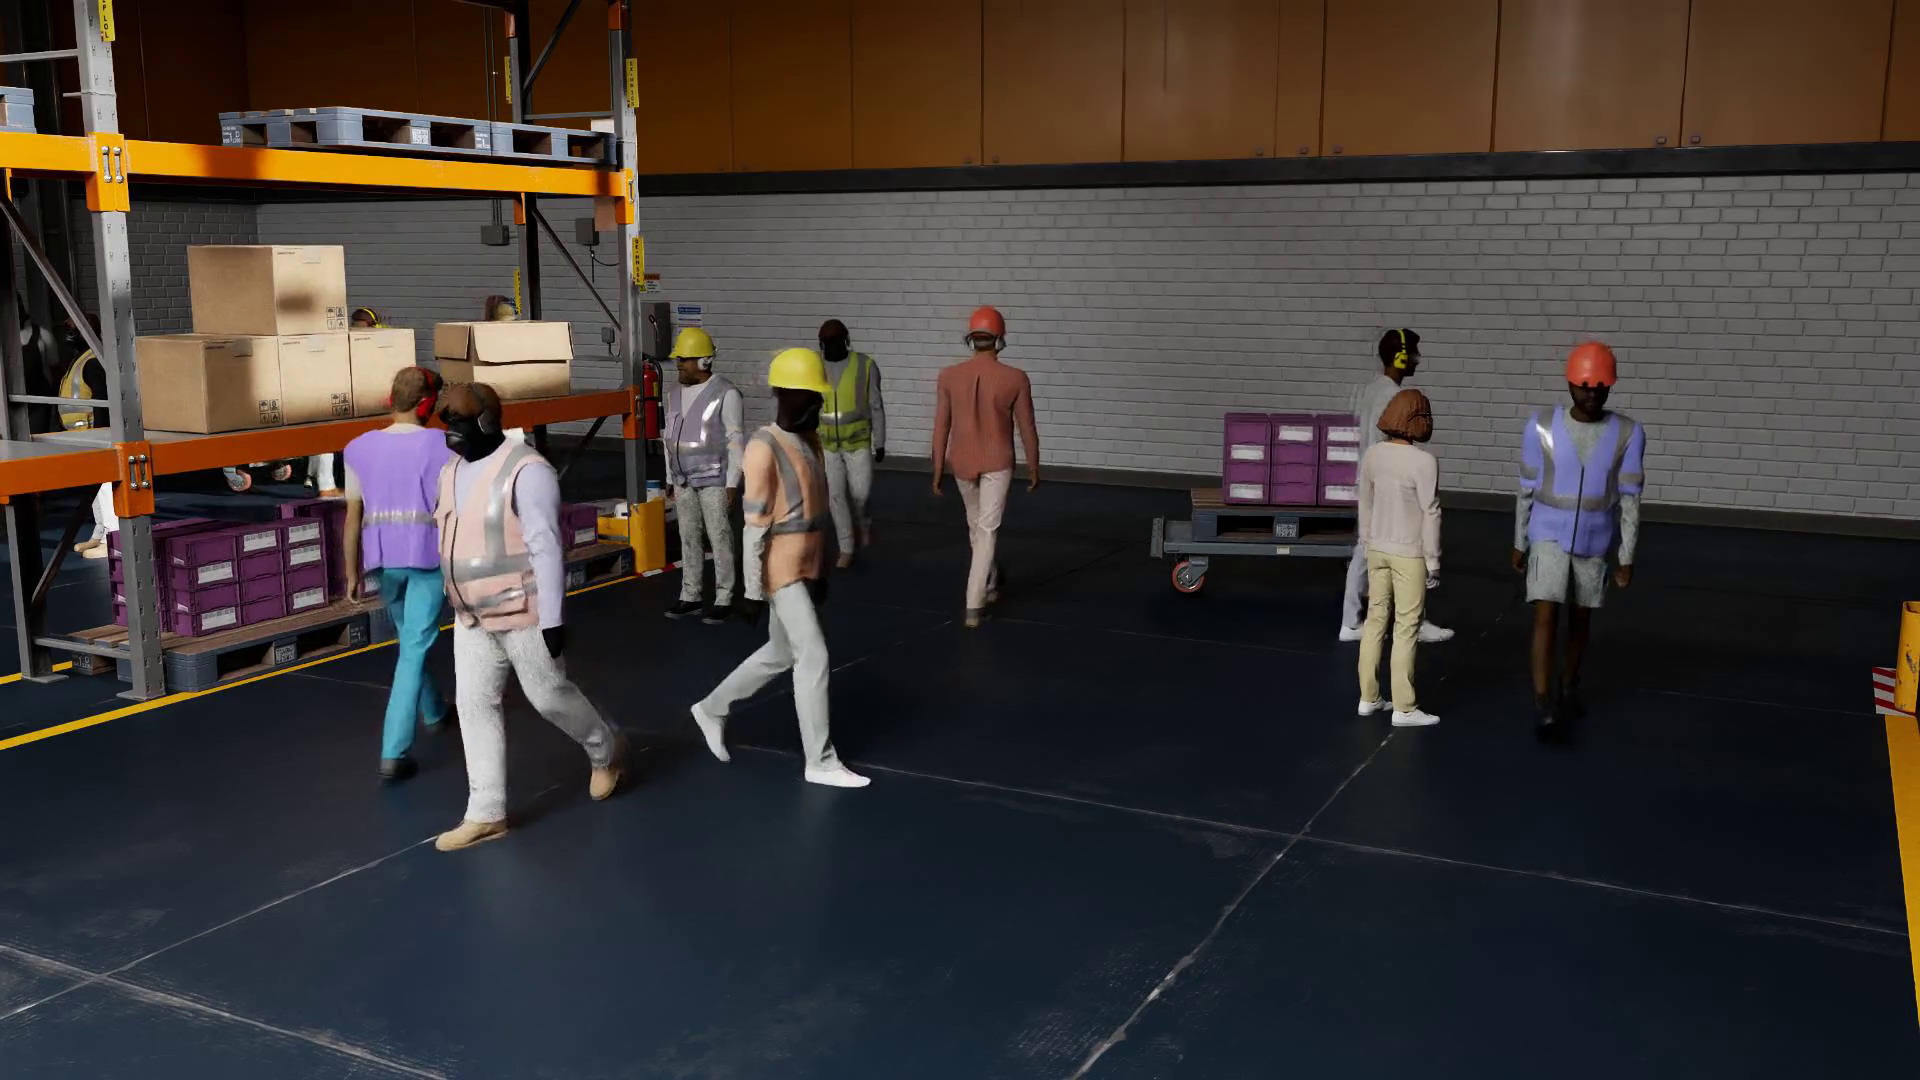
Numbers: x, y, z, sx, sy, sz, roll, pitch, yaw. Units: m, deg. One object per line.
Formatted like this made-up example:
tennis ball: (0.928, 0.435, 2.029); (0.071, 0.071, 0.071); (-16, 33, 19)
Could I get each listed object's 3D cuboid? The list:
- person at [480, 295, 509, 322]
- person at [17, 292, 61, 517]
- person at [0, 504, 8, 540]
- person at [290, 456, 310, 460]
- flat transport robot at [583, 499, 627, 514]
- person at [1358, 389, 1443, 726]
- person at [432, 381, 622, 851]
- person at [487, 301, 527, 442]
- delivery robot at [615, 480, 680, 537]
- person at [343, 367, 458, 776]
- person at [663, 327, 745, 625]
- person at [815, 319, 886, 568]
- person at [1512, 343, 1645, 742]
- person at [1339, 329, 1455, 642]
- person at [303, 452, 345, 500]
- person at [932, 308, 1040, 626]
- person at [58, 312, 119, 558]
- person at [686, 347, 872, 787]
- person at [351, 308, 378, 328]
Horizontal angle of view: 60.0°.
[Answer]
person: (-4.251, -1.313, 15.393); (0.432, 1.893, 0.683); (-5, 11, -25)
person: (-8.284, -1.248, 14.598); (0.696, 2.000, 1.031); (-4, 11, -22)
person: (-7.855, -0.901, 13.022); (0.795, 1.888, 0.574); (-3, 10, -16)
person: (-7.363, -1.832, 18.434); (0.355, 1.885, 0.575); (-4, 10, -20)
flat transport robot: (-2.910, -0.168, 13.467); (0.652, 0.197, 1.431); (8, 13, 39)
person: (2.137, 0.084, 8.068); (0.276, 1.633, 0.507); (-5, 11, -29)
person: (-1.723, 0.261, 6.593); (0.666, 1.803, 0.871); (7, 12, 36)
person: (-3.727, -0.951, 13.281); (0.703, 1.914, 0.640); (4, 11, 22)
delivery robot: (-2.325, -0.215, 12.645); (0.477, 0.478, 0.707); (3, 10, 17)
person: (-2.456, 0.120, 7.474); (0.558, 1.780, 1.046); (1, 10, 5)
person: (-1.604, -0.393, 10.260); (0.600, 1.827, 0.404); (6, 12, 33)
person: (-0.867, -0.725, 12.253); (0.643, 1.812, 0.612); (1, 10, 4)
person: (2.909, 0.011, 7.829); (0.554, 1.862, 1.035); (2, 10, 13)
person: (2.585, -0.306, 9.738); (0.775, 1.845, 0.515); (-2, 10, -14)
person: (-5.884, -1.325, 15.394); (0.665, 1.914, 0.446); (5, 11, 29)
person: (0.181, -0.482, 10.470); (0.648, 1.932, 1.064); (4, 10, 21)
person: (-6.536, -0.791, 12.532); (0.429, 1.844, 0.625); (-7, 12, -35)
person: (-0.811, 0.110, 7.205); (0.862, 1.900, 0.585); (3, 10, 15)
person: (-4.705, -0.931, 13.333); (0.554, 1.843, 0.464); (7, 12, 34)
